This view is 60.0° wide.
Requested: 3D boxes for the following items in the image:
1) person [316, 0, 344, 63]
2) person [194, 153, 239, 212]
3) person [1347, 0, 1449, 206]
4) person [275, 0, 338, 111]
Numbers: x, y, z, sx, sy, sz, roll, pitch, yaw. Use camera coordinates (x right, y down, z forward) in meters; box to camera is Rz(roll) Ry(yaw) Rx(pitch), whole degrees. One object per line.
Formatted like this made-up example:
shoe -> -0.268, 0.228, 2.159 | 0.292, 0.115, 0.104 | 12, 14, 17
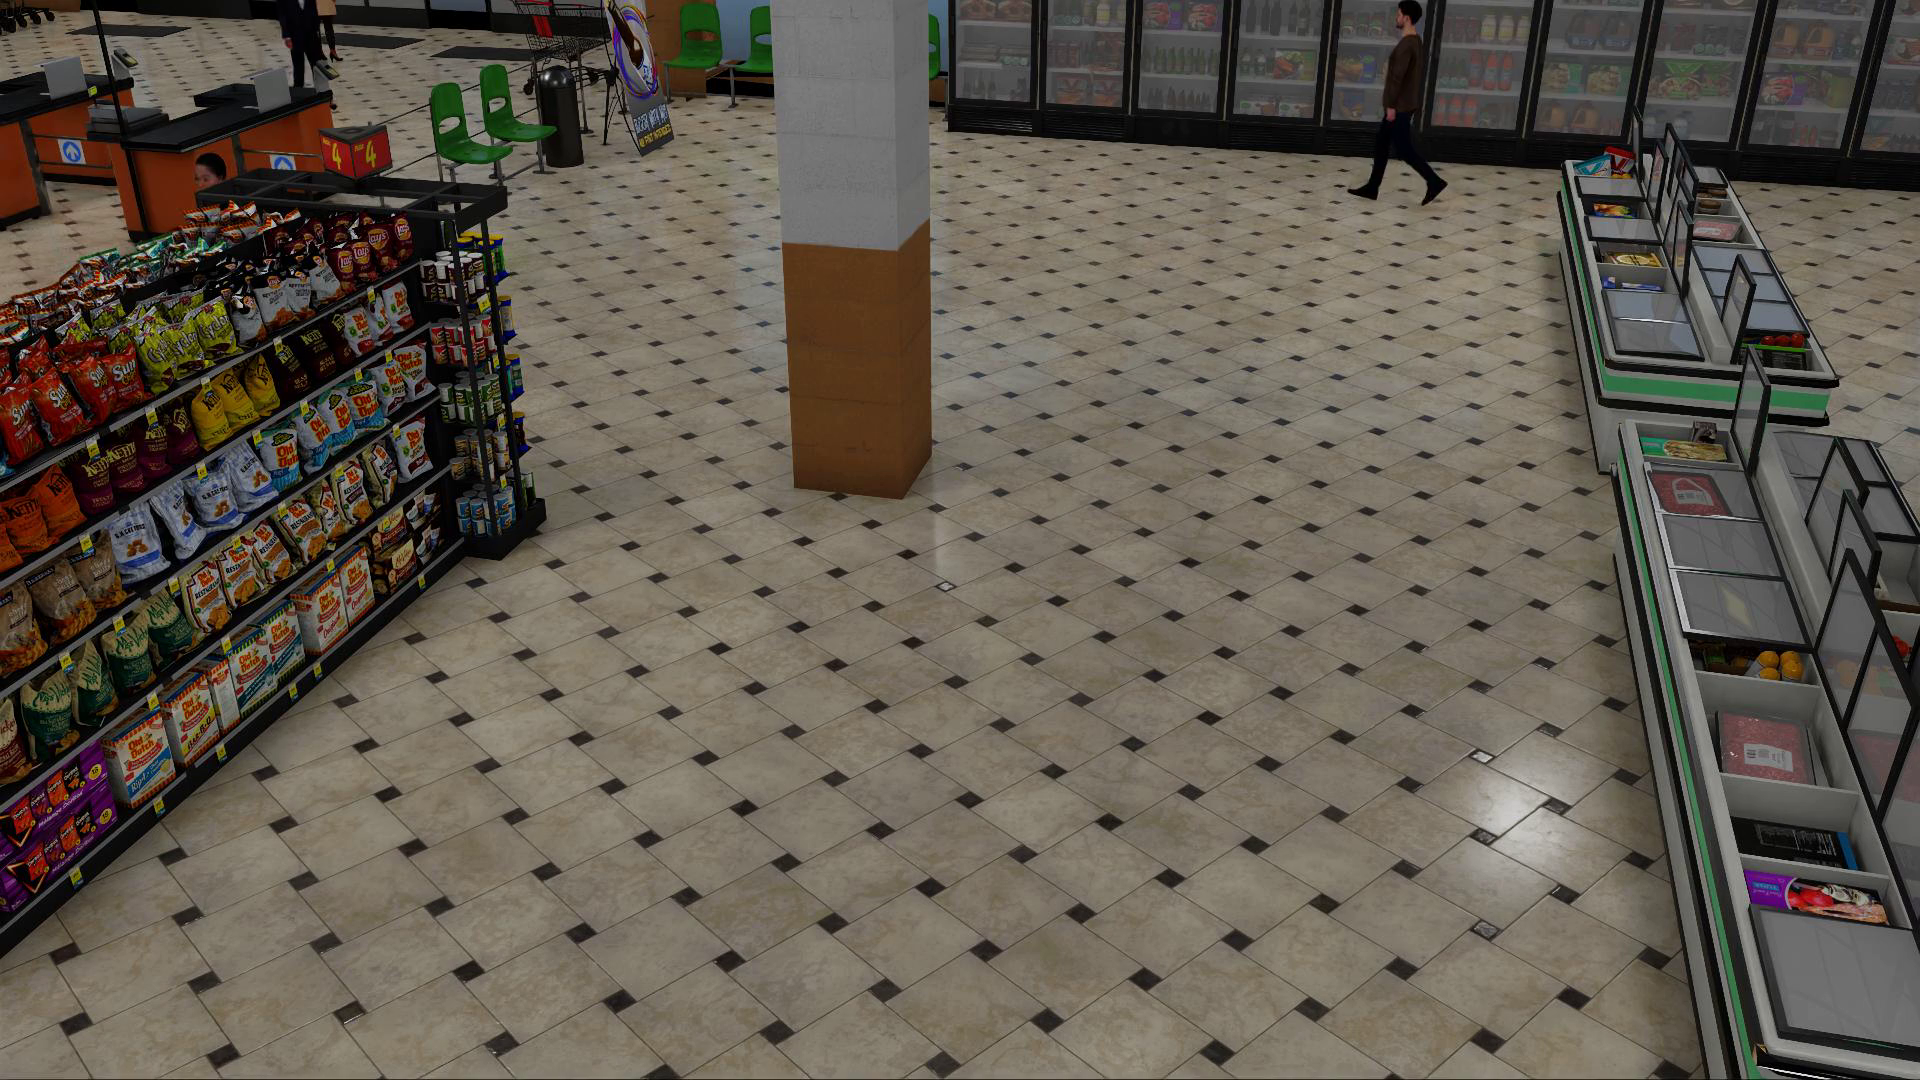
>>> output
person -> -8.432, -7.147, 21.830 | 0.624, 1.682, 0.502 | 7, 28, 14
person -> -4.590, -1.618, 10.804 | 0.933, 1.792, 1.127 | 24, 35, 39
person -> 4.190, -4.033, 15.494 | 0.803, 1.859, 1.128 | 10, 29, 19
person -> -7.618, -5.787, 19.161 | 1.183, 1.670, 1.132 | -21, 34, -35
